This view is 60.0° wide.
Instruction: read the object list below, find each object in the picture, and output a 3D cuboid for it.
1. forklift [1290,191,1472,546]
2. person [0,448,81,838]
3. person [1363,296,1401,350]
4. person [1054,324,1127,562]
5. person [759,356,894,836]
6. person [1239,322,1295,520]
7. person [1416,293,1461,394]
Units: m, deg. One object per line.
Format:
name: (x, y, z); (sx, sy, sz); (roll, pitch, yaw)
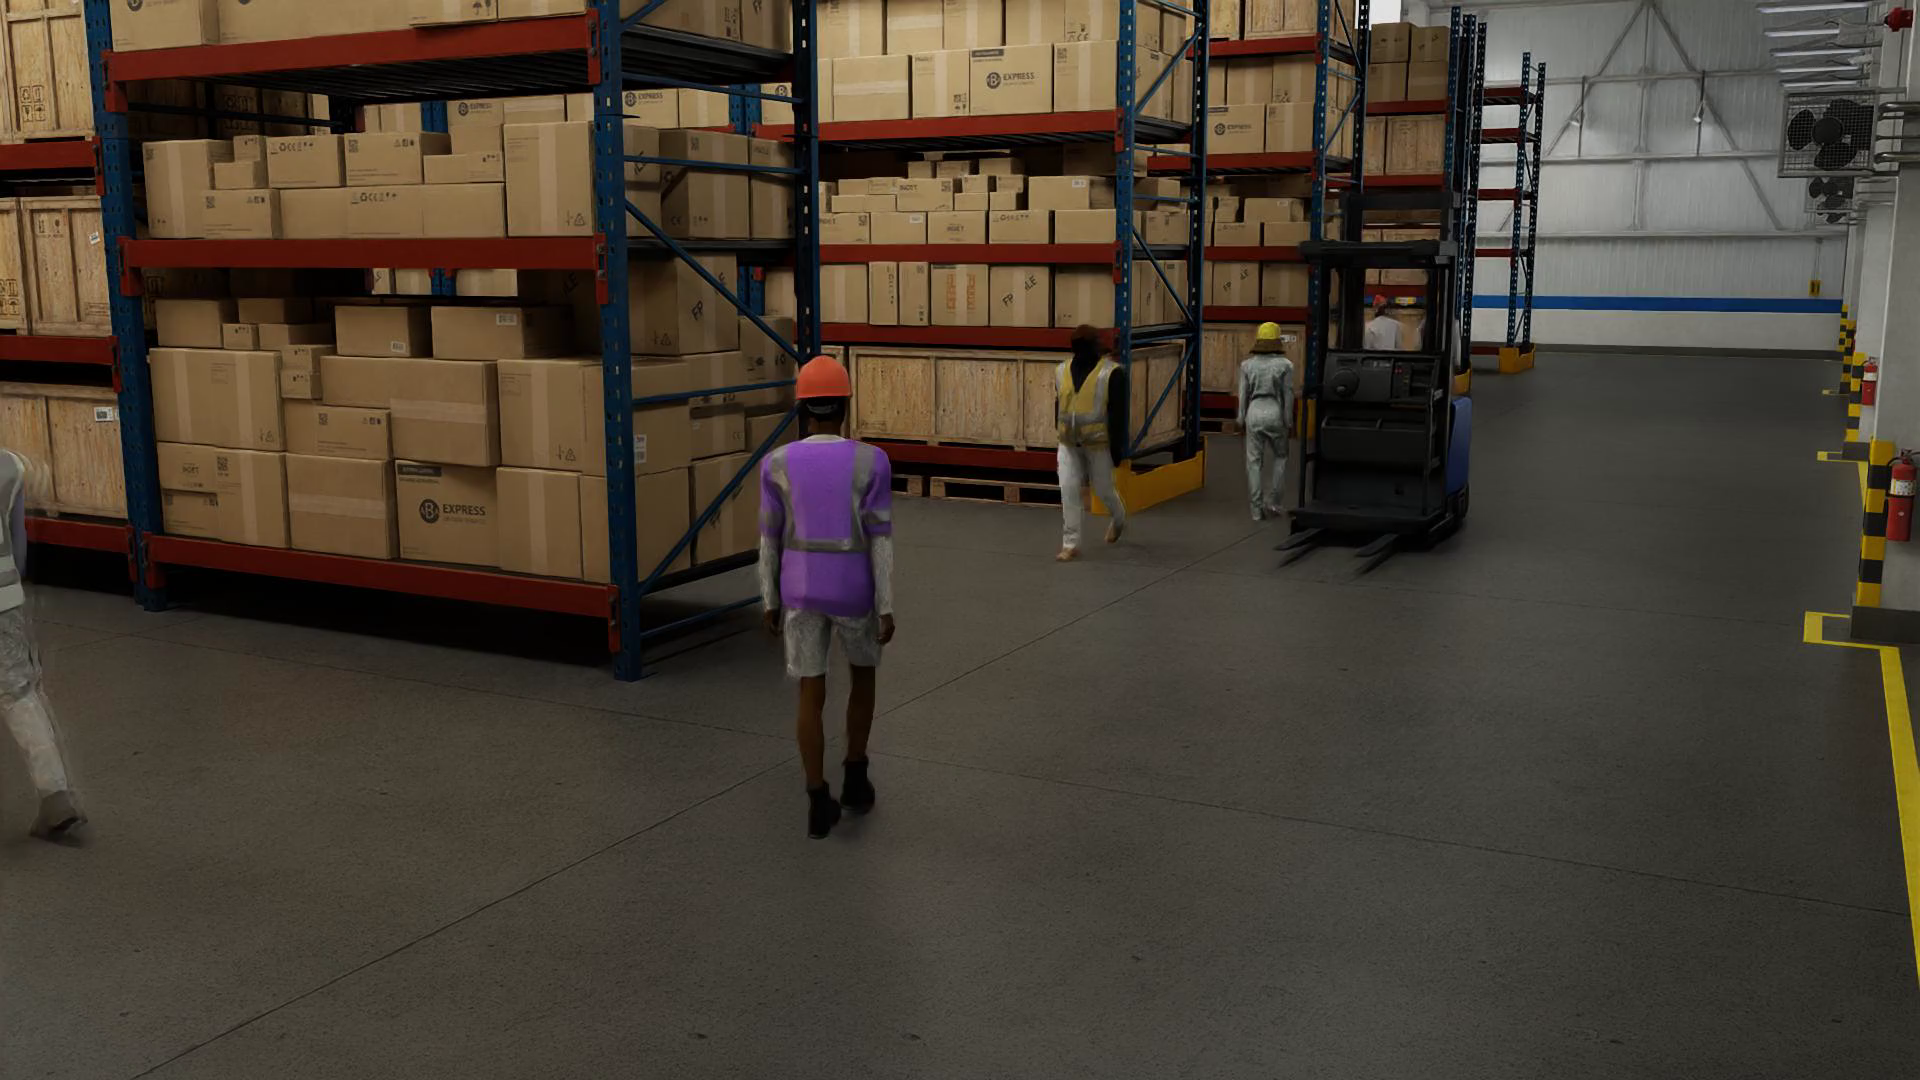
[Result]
forklift: (3.616, -1.494, 13.894); (1.129, 2.768, 1.873); (5, 11, 27)
person: (-3.944, 0.259, 6.617); (1.001, 1.911, 0.599); (7, 12, 34)
person: (5.895, -2.557, 23.360); (0.576, 1.733, 0.421); (-4, 11, -24)
person: (1.018, -0.760, 12.785); (0.625, 1.812, 0.831); (6, 11, 30)
person: (-0.534, 0.210, 6.807); (0.565, 1.913, 0.670); (1, 10, 6)
person: (2.716, -1.054, 14.656); (0.507, 1.723, 0.591); (4, 11, 23)
person: (6.436, -2.420, 22.367); (0.614, 1.807, 0.450); (6, 12, 32)
